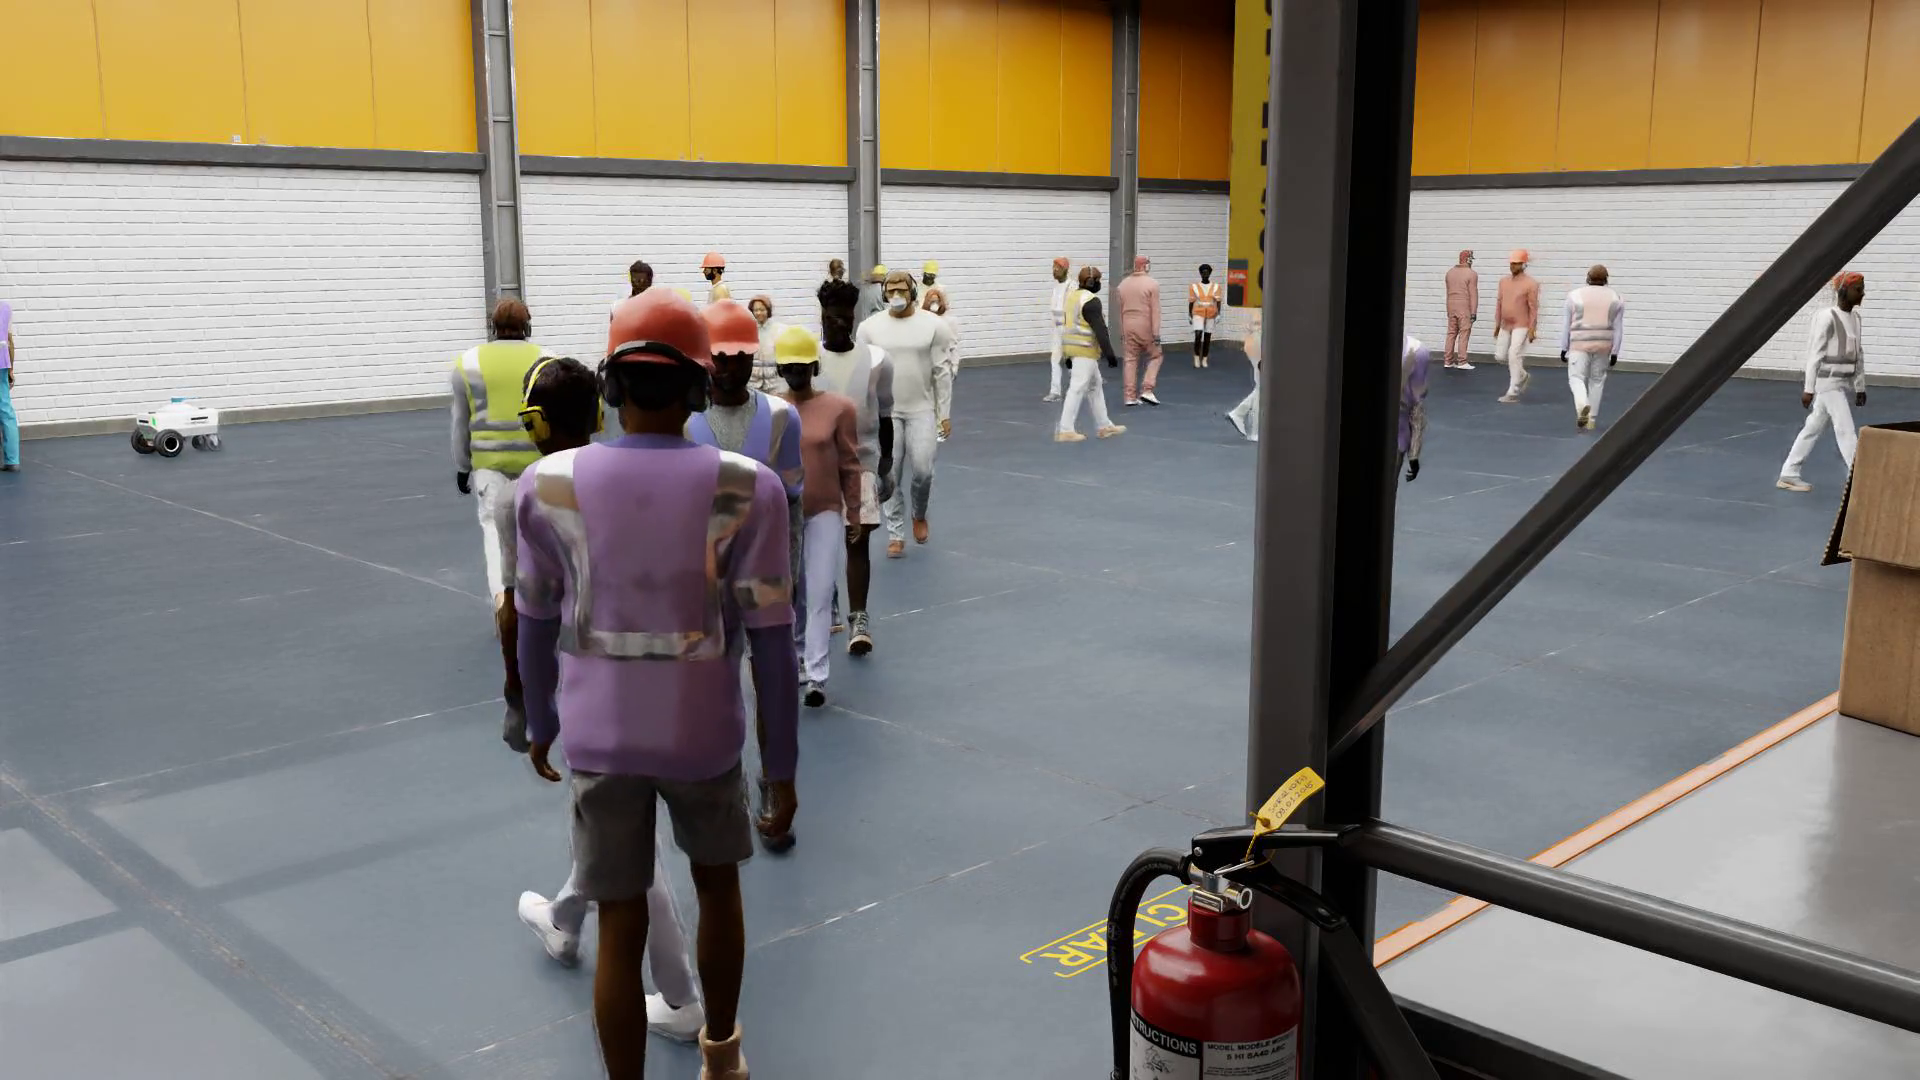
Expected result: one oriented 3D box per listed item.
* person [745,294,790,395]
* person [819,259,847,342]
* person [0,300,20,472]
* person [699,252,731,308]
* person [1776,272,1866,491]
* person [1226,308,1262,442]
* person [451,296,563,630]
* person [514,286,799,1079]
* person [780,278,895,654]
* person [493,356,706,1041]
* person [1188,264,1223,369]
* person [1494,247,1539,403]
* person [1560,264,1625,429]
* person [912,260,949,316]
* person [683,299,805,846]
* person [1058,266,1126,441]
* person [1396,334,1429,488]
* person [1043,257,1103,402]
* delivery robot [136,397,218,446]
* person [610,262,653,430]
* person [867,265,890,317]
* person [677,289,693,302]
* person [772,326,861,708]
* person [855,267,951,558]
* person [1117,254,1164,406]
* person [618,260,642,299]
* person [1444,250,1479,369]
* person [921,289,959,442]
[{"bbox_3d":[-1.699,-1.364,14.711,0.539,1.620,0.541,1,10,4],"label":"person"},{"bbox_3d":[-1.645,-2.922,22.712,0.528,1.801,0.920,7,13,34],"label":"person"},{"bbox_3d":[-8.666,-1.491,14.809,0.389,1.845,0.567,4,11,21],"label":"person"},{"bbox_3d":[-2.779,-2.315,19.049,0.373,1.939,0.545,-2,11,-10],"label":"person"},{"bbox_3d":[7.216,-1.261,13.584,0.602,1.826,1.004,-9,13,-39],"label":"person"},{"bbox_3d":[3.083,-1.951,17.123,0.495,1.913,0.602,2,11,12],"label":"person"},{"bbox_3d":[-2.438,-0.421,9.075,0.630,1.811,0.875,-3,11,-14],"label":"person"},{"bbox_3d":[-0.695,0.437,3.842,0.639,2.014,0.740,-1,10,-6],"label":"person"},{"bbox_3d":[-0.628,-0.389,8.626,0.615,1.910,1.015,-1,10,-8],"label":"person"},{"bbox_3d":[-1.010,0.407,4.564,0.960,1.802,0.497,9,14,42],"label":"person"},{"bbox_3d":[3.940,-3.575,26.667,0.539,1.666,0.709,0,10,-1],"label":"person"},{"bbox_3d":[7.163,-2.750,21.310,0.586,1.977,0.631,-6,12,-28],"label":"person"},{"bbox_3d":[6.902,-2.095,18.165,0.635,1.821,0.674,2,11,10],"label":"person"},{"bbox_3d":[-0.459,-3.088,23.672,0.602,1.797,0.774,-1,10,-6],"label":"person"},{"bbox_3d":[-0.794,0.126,5.824,0.555,1.908,0.806,-2,11,-13],"label":"person"},{"bbox_3d":[1.407,-1.924,17.296,0.899,1.802,0.640,-2,11,-13],"label":"person"},{"bbox_3d":[2.427,-0.584,9.721,0.587,1.906,0.681,5,11,25],"label":"person"},{"bbox_3d":[1.446,-2.708,21.408,0.766,1.863,0.588,-6,12,-31],"label":"person"},{"bbox_3d":[-7.648,-1.161,16.272,0.477,0.478,0.707,7,13,34],"label":"delivery robot"},{"bbox_3d":[-2.719,-1.438,14.340,0.609,1.908,0.520,2,11,9],"label":"person"},{"bbox_3d":[-1.137,-3.019,23.461,0.430,1.718,0.519,-8,13,-36],"label":"person"},{"bbox_3d":[-2.100,-1.030,12.610,0.884,1.723,0.538,-8,13,-38],"label":"person"},{"bbox_3d":[-0.737,-0.115,7.600,0.551,1.701,0.912,0,10,1],"label":"person"},{"bbox_3d":[-0.380,-0.842,11.058,0.645,1.920,0.488,0,10,2],"label":"person"},{"bbox_3d":[2.284,-2.618,20.832,0.674,1.888,0.544,9,14,41],"label":"person"},{"bbox_3d":[-3.616,-2.234,18.855,0.525,1.851,0.637,-1,10,-5],"label":"person"},{"bbox_3d":[8.036,-3.673,26.568,0.401,1.902,0.644,-6,12,-29],"label":"person"},{"bbox_3d":[-0.261,-1.753,16.945,0.512,1.582,0.875,0,10,3],"label":"person"}]
